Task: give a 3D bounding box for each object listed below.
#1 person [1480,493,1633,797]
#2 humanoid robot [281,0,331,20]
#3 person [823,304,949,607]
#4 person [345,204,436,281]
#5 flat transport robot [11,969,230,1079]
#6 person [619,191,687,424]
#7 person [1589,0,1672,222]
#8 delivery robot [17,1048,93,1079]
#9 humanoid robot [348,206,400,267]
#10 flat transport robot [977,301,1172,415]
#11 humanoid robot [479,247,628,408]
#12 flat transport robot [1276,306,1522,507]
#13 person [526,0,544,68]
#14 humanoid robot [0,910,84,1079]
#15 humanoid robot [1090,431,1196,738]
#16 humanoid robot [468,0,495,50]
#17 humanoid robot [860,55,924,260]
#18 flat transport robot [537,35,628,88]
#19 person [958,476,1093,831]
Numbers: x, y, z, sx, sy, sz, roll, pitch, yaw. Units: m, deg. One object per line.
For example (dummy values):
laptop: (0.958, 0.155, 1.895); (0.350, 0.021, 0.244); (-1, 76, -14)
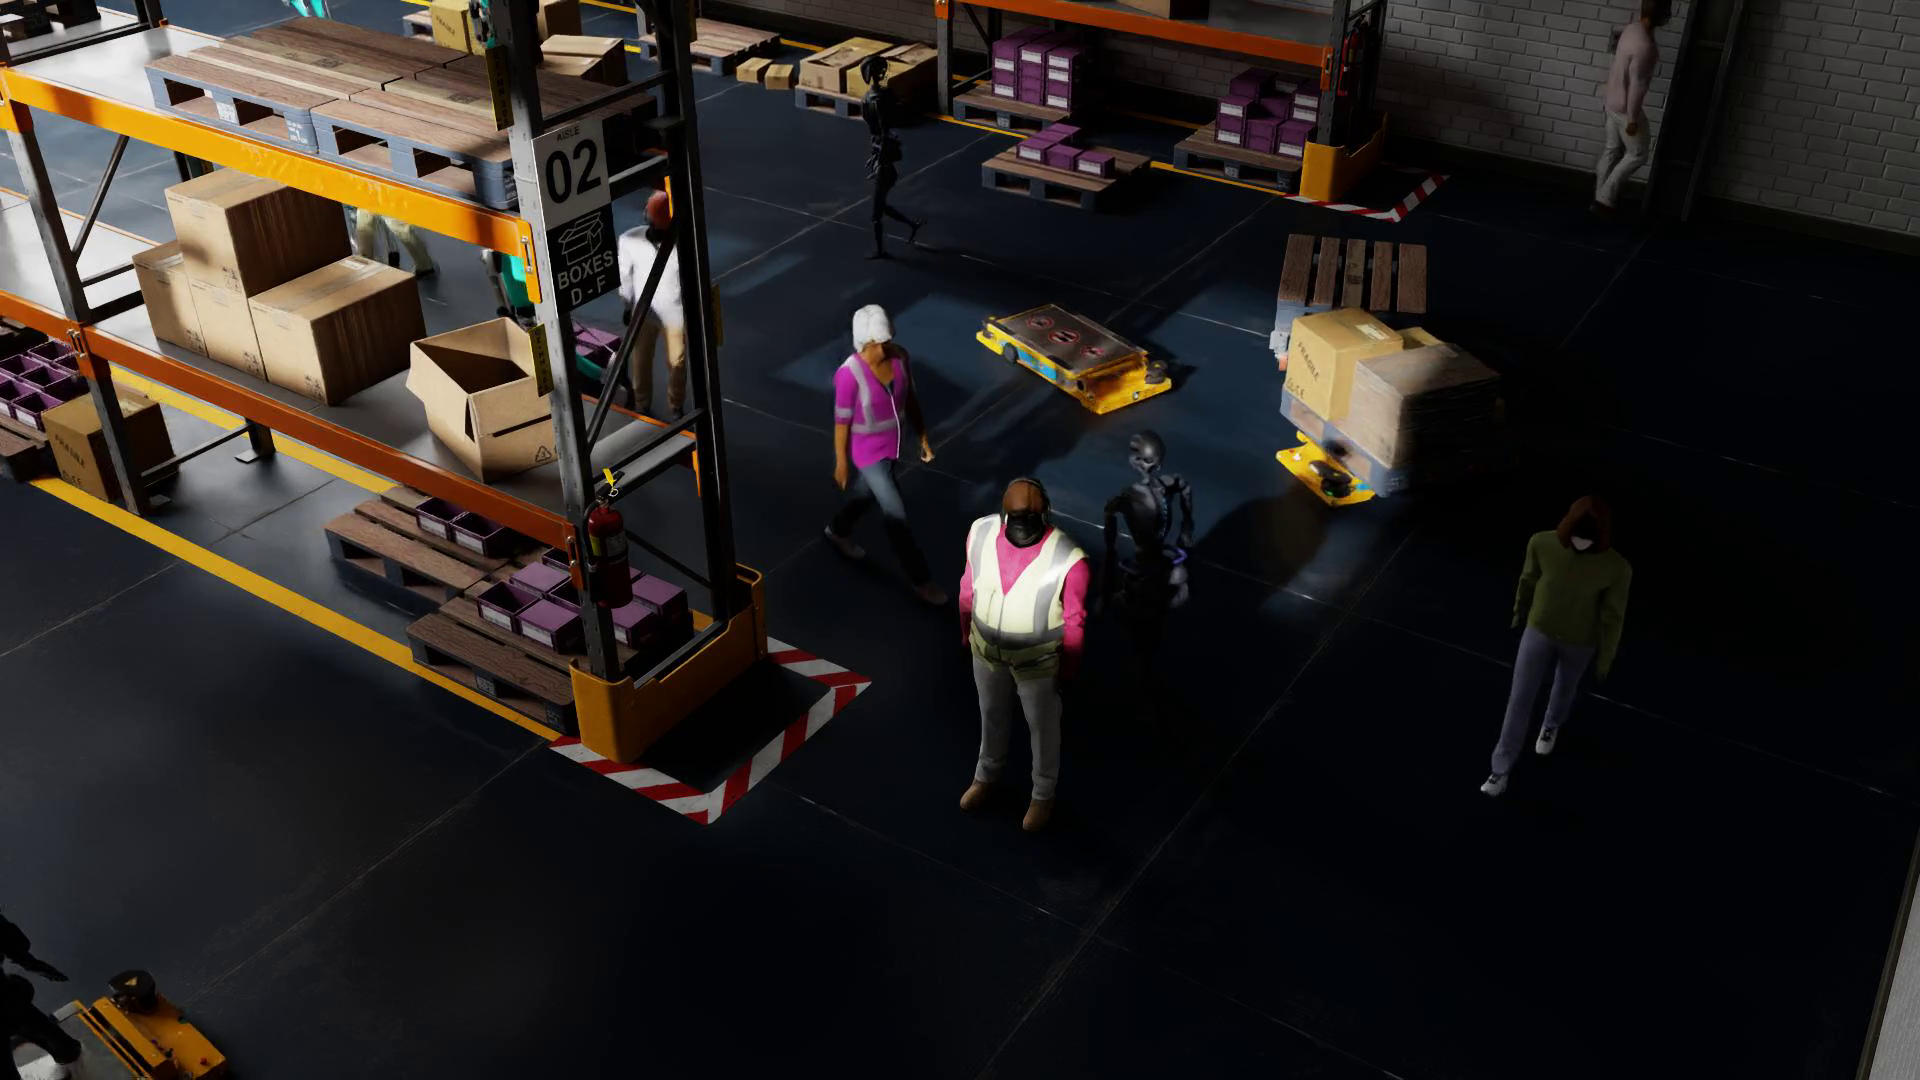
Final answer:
person: (2.837, 0.499, 7.880); (0.515, 1.587, 0.870); (18, 37, 26)
humanoid robot: (-6.767, -5.669, 17.327); (0.548, 1.878, 0.742); (-26, 41, -34)
person: (-0.465, -0.540, 9.304); (0.975, 1.788, 0.544); (23, 40, 31)
person: (-4.565, -2.781, 12.836); (0.815, 1.694, 0.568); (-6, 34, -9)
flat transport robot: (-3.652, 2.266, 6.390); (0.659, 0.231, 1.431); (25, 40, 33)
person: (-1.925, -1.487, 10.835); (0.597, 1.707, 0.455); (3, 33, 5)
person: (5.585, -3.609, 13.896); (0.415, 1.927, 0.671); (4, 33, 7)
delivery robot: (-3.578, 2.222, 6.186); (0.765, 0.583, 0.499); (-22, 39, -30)
humanoid robot: (-4.790, -3.006, 13.164); (0.533, 1.774, 0.952); (-21, 38, -29)
flat transport robot: (0.800, -1.332, 11.921); (0.659, 0.231, 1.431); (-21, 39, -29)
humanoid robot: (-2.463, -1.206, 10.363); (1.015, 1.706, 0.546); (16, 36, 22)
flat transport robot: (2.838, -0.572, 10.753); (1.431, 0.231, 0.659); (-13, 35, -19)
person: (-3.933, -4.301, 14.964); (0.450, 1.935, 0.480); (3, 33, 4)
humanoid robot: (-3.484, 1.689, 5.975); (0.346, 1.650, 0.601); (-3, 33, -4)
humanoid robot: (0.914, 0.198, 8.303); (0.608, 1.636, 0.634); (-20, 38, -27)
humanoid robot: (-4.578, -5.052, 16.304); (0.562, 1.737, 1.051); (-20, 38, -28)
humanoid robot: (-0.558, -3.041, 13.267); (0.486, 1.642, 0.608); (-5, 33, -8)
flat transport robot: (-3.660, -3.774, 15.674); (1.431, 0.231, 0.659); (6, 34, 9)
person: (0.265, 0.521, 7.629); (0.624, 1.847, 0.429); (16, 36, 23)
